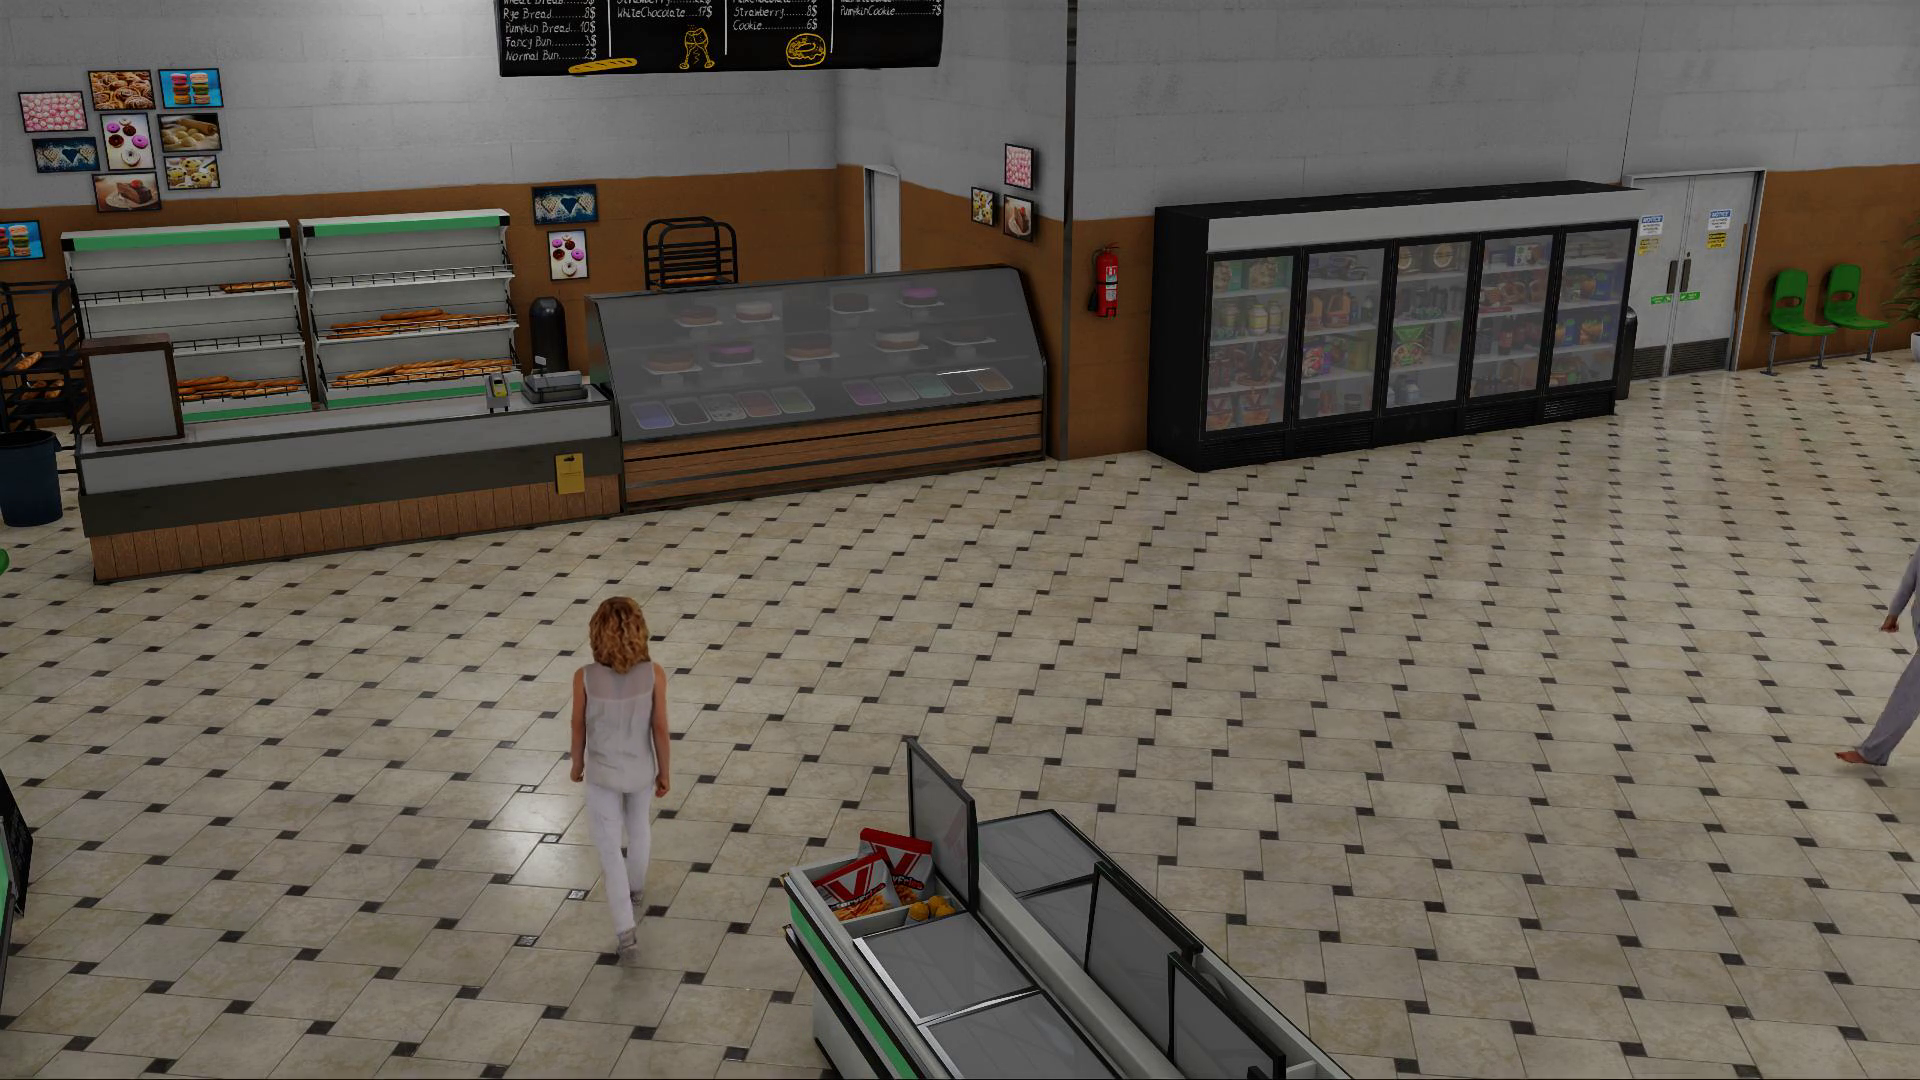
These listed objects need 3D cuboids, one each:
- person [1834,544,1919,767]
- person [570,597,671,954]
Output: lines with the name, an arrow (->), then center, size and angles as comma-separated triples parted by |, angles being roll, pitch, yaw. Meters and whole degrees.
person -> 5.569, 0.479, 9.312 | 0.999, 1.689, 1.198 | -1, 19, -4
person -> -1.554, 1.091, 7.571 | 0.713, 1.641, 1.088 | -5, 19, -15
